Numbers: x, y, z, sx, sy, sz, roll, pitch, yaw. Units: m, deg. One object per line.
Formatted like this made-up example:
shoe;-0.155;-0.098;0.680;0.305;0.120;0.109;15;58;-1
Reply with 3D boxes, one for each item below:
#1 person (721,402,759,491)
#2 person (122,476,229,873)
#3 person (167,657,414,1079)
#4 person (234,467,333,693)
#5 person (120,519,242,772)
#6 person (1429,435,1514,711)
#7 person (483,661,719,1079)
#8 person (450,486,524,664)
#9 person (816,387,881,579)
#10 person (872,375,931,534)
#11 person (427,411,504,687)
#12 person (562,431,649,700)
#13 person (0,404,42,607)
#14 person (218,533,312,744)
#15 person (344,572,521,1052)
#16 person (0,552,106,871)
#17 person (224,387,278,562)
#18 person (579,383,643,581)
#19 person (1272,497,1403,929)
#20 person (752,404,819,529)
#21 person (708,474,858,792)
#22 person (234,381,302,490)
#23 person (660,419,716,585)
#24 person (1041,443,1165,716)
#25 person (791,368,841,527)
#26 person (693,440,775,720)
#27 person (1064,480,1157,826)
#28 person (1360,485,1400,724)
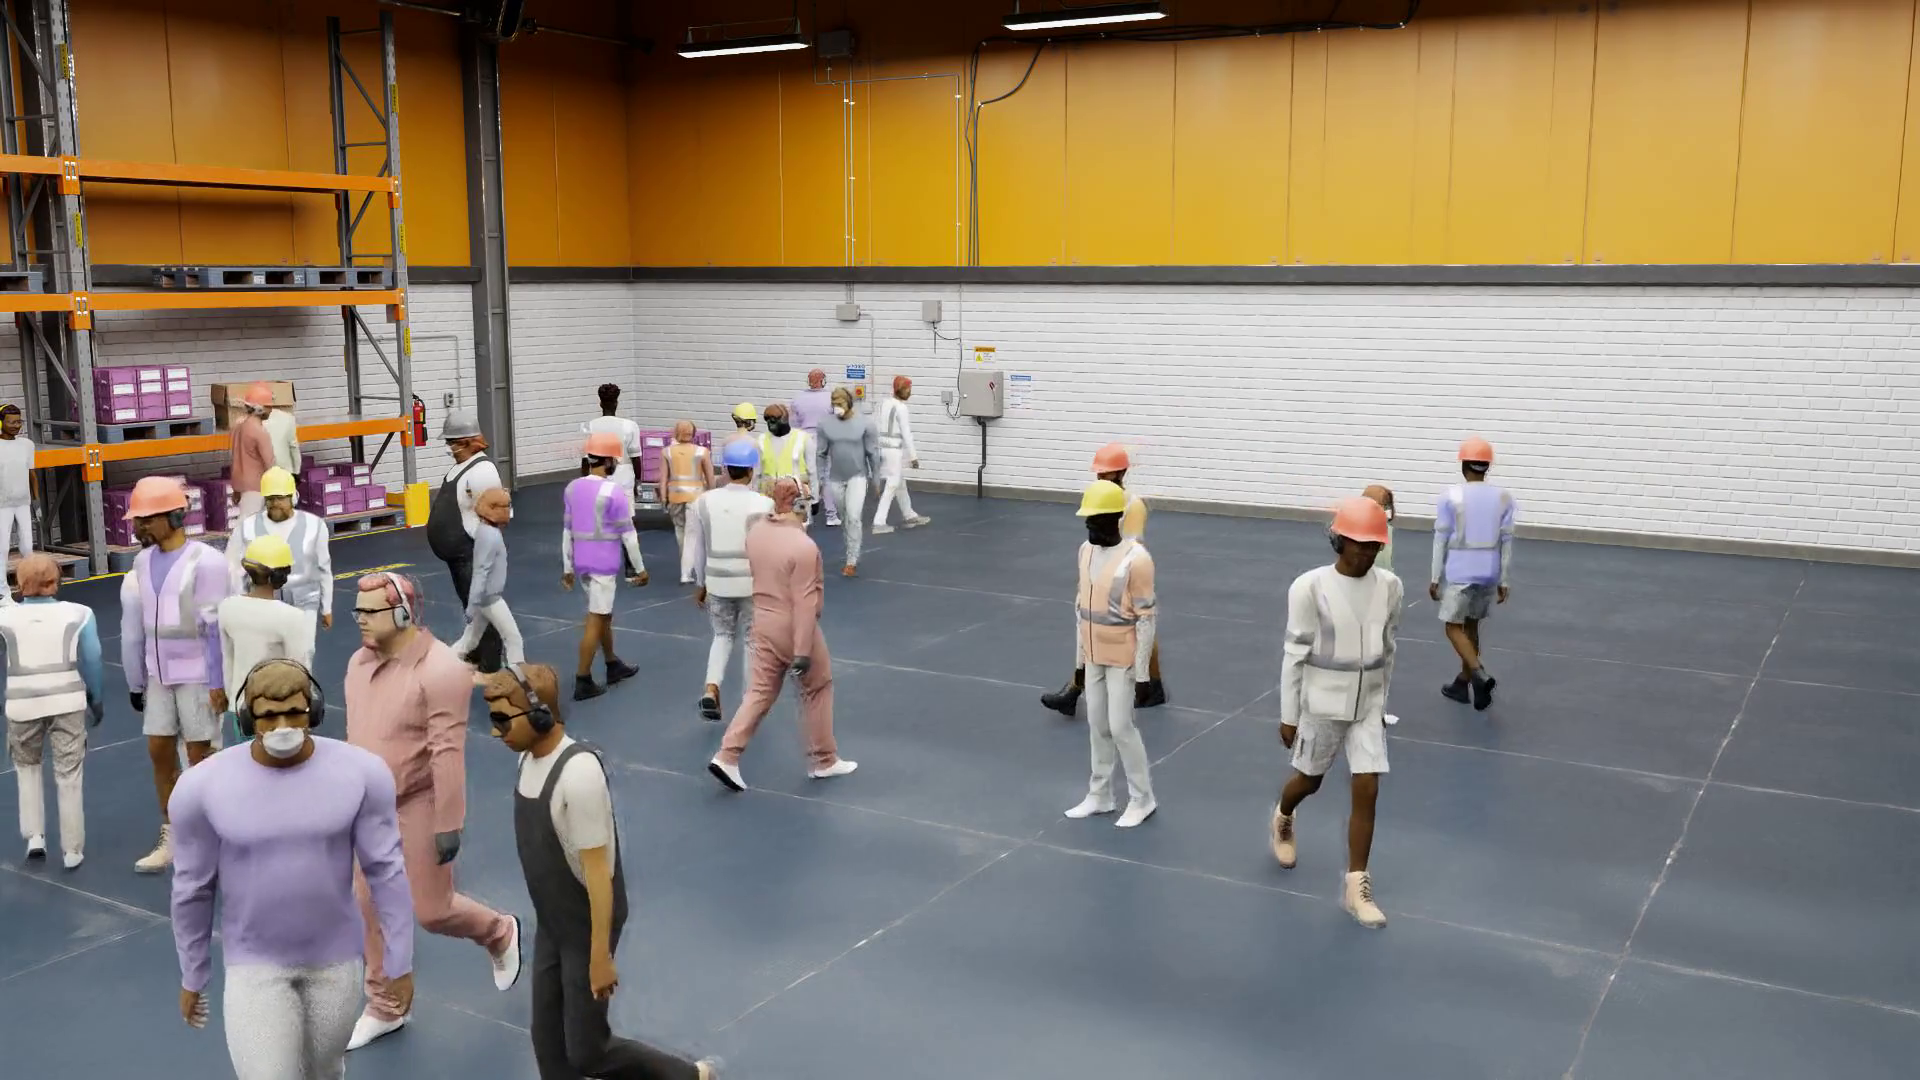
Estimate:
person;-2.123;-0.475;16.445;0.533;1.767;0.326;7;12;39
person;-3.959;0.662;8.564;0.635;2.016;0.756;4;10;23
person;-1.940;1.302;4.914;0.661;1.902;0.926;-5;10;-28
person;-4.414;0.401;10.874;0.600;1.804;0.835;-3;9;-17
person;-4.188;0.713;8.941;0.792;1.795;0.691;7;12;38
person;3.577;0.241;11.510;0.559;1.913;0.757;-1;9;-9
person;-1.177;1.265;5.438;0.664;1.809;0.582;-7;11;-36
person;-3.321;0.410;11.501;0.896;1.584;0.503;-4;10;-21
person;-1.149;-0.570;16.628;0.639;1.894;0.886;3;10;17
person;-0.712;-1.005;19.495;0.808;1.845;0.649;-4;10;-24
person;-3.642;0.058;12.256;0.536;2.000;0.688;-5;10;-30
person;-2.501;0.169;11.980;0.555;1.905;0.849;7;11;37
person;-8.579;-0.301;15.075;0.334;1.860;0.508;6;11;31
person;-3.484;0.845;8.253;0.535;1.746;0.576;3;9;16
person;-2.160;1.039;6.620;0.650;1.881;0.726;5;10;30
person;-4.661;0.874;8.474;0.549;1.616;0.472;-4;10;-26
person;-6.774;-0.510;16.124;1.044;1.930;0.638;-8;12;-40
person;-3.420;-0.560;16.348;0.606;1.966;0.367;-1;9;-6
person;1.804;0.757;8.046;0.619;2.006;0.987;-2;9;-15
person;-1.662;-0.370;15.622;0.636;1.815;0.505;2;9;15
person;-1.058;0.542;9.775;0.930;1.870;0.632;-9;13;-43
person;-7.065;-0.658;17.019;0.642;1.935;0.936;-4;10;-23
person;-2.673;-0.390;16.465;0.520;1.593;0.869;1;9;9
person;1.043;0.276;11.386;1.045;1.877;0.561;-6;11;-33
person;-1.690;-1.108;19.950;0.643;1.911;0.411;2;9;11
person;-1.492;0.299;11.093;0.631;1.929;0.554;2;9;15
person;0.845;0.630;9.114;0.490;1.928;0.634;-6;11;-32
person;2.756;0.444;11.132;0.332;1.634;0.534;9;13;44
